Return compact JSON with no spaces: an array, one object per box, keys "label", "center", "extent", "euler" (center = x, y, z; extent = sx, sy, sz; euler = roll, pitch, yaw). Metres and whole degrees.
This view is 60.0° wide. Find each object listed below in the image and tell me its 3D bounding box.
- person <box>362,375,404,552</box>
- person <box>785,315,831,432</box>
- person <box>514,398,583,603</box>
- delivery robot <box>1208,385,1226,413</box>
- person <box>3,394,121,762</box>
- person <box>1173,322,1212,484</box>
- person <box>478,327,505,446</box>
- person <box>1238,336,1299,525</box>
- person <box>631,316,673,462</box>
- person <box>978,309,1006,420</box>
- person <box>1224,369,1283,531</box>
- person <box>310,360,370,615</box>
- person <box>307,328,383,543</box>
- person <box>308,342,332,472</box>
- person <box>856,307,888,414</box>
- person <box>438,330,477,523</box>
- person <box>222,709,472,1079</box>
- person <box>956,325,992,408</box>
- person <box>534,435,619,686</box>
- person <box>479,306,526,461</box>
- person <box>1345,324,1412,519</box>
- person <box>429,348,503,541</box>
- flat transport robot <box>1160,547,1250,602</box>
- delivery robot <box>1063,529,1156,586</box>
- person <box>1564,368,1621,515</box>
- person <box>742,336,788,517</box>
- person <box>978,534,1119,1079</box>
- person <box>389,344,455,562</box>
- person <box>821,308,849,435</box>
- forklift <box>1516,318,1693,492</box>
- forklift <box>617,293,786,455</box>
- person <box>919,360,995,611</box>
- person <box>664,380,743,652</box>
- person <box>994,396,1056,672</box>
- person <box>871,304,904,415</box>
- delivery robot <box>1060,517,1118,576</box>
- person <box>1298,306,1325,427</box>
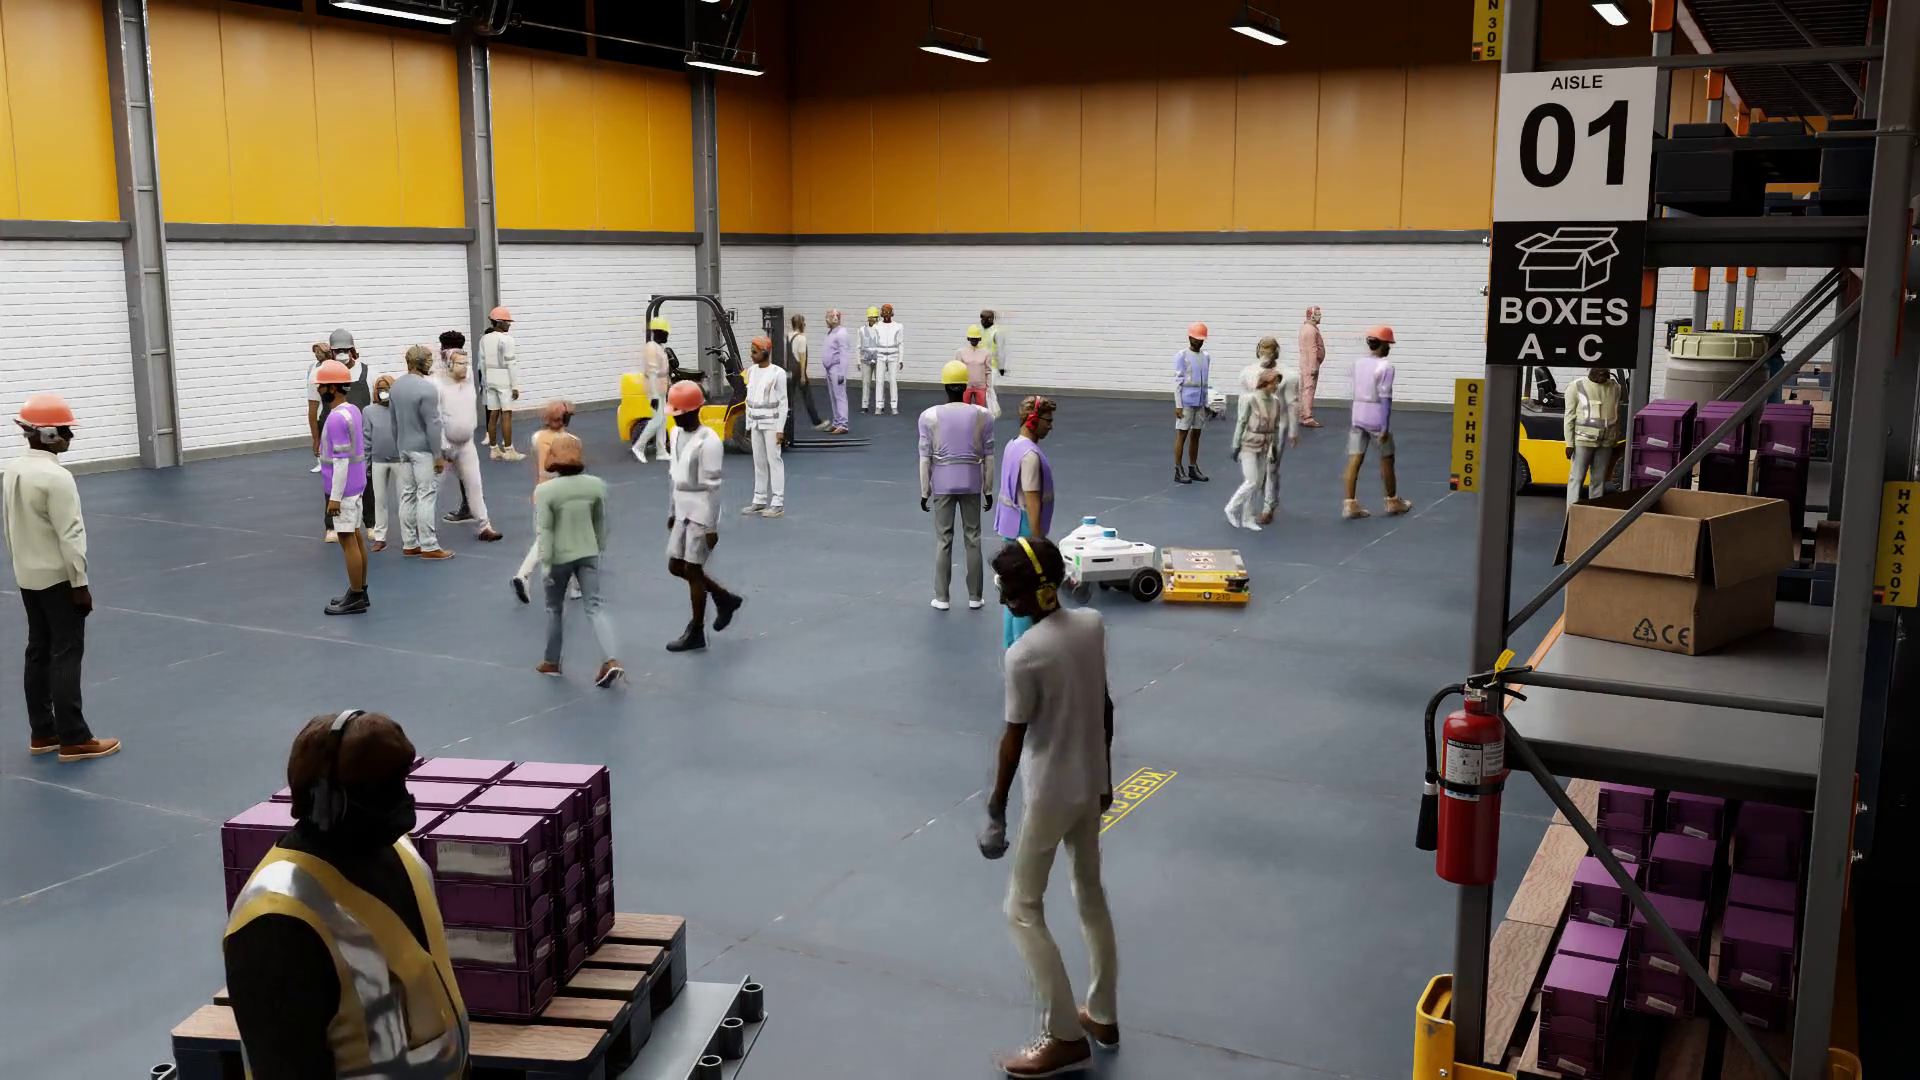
[{"label":"person","center":[-5.245,-0.701,15.311],"extent":[0.497,1.634,0.278],"euler":[-1,10,-7]},{"label":"person","center":[-2.432,-2.549,25.524],"extent":[0.863,1.797,0.522],"euler":[-9,13,-42]},{"label":"person","center":[-3.190,-0.300,13.018],"extent":[0.512,1.619,0.690],"euler":[5,11,26]},{"label":"delivery robot","center":[4.117,-2.317,27.514],"extent":[0.477,0.478,0.707],"euler":[-3,10,-18]},{"label":"person","center":[-4.909,0.203,9.040],"extent":[0.622,1.990,0.397],"euler":[7,12,34]},{"label":"person","center":[2.801,-1.642,19.910],"extent":[0.542,1.928,0.374],"euler":[-7,12,-36]},{"label":"person","center":[-6.630,-2.184,23.728],"extent":[0.532,1.692,0.320],"euler":[2,10,9]},{"label":"person","center":[3.176,-1.135,17.036],"extent":[0.646,1.915,0.666],"euler":[5,11,27]},{"label":"person","center":[-4.007,-1.973,21.898],"extent":[0.500,1.940,0.615],"euler":[0,10,2]},{"label":"person","center":[0.465,-2.842,27.140],"extent":[0.468,1.829,0.635],"euler":[-6,12,-32]},{"label":"person","center":[2.927,-0.878,16.395],"extent":[0.536,1.609,0.453],"euler":[-8,13,-39]},{"label":"person","center":[-4.715,-0.398,12.675],"extent":[0.354,1.939,0.544],"euler":[-2,10,-9]},{"label":"person","center":[-5.826,-0.995,15.833],"extent":[0.689,2.000,0.539],"euler":[-4,11,-22]},{"label":"person","center":[-7.914,-1.653,20.798],"extent":[0.515,1.641,0.315],"euler":[3,10,17]},{"label":"person","center":[-1.481,-3.059,28.389],"extent":[0.591,1.833,0.403],"euler":[0,10,2]},{"label":"person","center":[-5.123,-1.155,16.979],"extent":[0.361,1.965,0.612],"euler":[-1,10,-6]},{"label":"person","center":[-1.231,1.245,3.450],"extent":[0.429,1.839,0.634],"euler":[0,10,0]},{"label":"person","center":[0.189,-2.094,23.015],"extent":[0.522,1.761,0.322],"euler":[-1,10,-4]},{"label":"person","center":[-2.445,0.131,10.633],"extent":[0.503,1.601,0.805],"euler":[-8,12,-37]},{"label":"person","center":[-6.065,-2.062,22.015],"extent":[0.608,2.040,0.394],"euler":[7,12,33]},{"label":"person","center":[4.361,-1.228,17.276],"extent":[0.941,2.001,0.607],"euler":[-6,12,-33]},{"label":"person","center":[-4.869,-0.914,15.946],"extent":[1.033,1.851,0.646],"euler":[7,12,35]},{"label":"flat transport robot","center":[1.990,0.269,13.635],"extent":[0.652,0.197,1.431],"euler":[1,10,5]},{"label":"delivery robot","center":[1.182,0.154,13.207],"extent":[0.707,0.478,0.477],"euler":[-3,10,-17]},{"label":"person","center":[6.196,-0.965,16.274],"extent":[0.593,1.830,0.404],"euler":[-2,10,-11]},{"label":"person","center":[-2.039,-1.184,17.378],"extent":[0.572,1.886,0.355],"euler":[9,13,41]},{"label":"person","center":[0.350,0.874,5.626],"extent":[0.351,1.836,0.597],"euler":[9,13,41]},{"label":"person","center":[-4.833,-0.776,14.865],"extent":[0.633,1.936,0.355],"euler":[8,13,38]},{"label":"person","center":[-1.904,-2.557,25.268],"extent":[0.403,1.906,0.652],"euler":[-4,10,-20]},{"label":"forklift","center":[7.066,-1.601,18.899],"extent":[2.313,2.155,1.214],"euler":[5,11,27]},{"label":"forklift","center":[-3.588,-2.317,23.042],"extent":[2.313,2.155,1.214],"euler":[-1,10,-5]},{"label":"person","center":[-0.026,-0.412,12.779],"extent":[0.588,1.930,0.359],"euler":[-1,10,-7]},{"label":"person","center":[-1.798,-0.172,11.490],"extent":[0.620,1.897,0.624],"euler":[-8,13,-38]},{"label":"person","center":[0.420,-0.007,10.704],"extent":[0.388,1.838,0.563],"euler":[-2,10,-10]},{"label":"person","center":[-1.243,-3.066,28.287],"extent":[0.575,1.883,0.355],"euler":[-1,10,-3]},{"label":"delivery robot","center":[1.077,0.048,13.822],"extent":[0.477,0.478,0.707],"euler":[4,11,20]},{"label":"person","center":[5.568,-2.741,26.327],"extent":[0.407,1.910,0.638],"euler":[0,10,-1]}]
